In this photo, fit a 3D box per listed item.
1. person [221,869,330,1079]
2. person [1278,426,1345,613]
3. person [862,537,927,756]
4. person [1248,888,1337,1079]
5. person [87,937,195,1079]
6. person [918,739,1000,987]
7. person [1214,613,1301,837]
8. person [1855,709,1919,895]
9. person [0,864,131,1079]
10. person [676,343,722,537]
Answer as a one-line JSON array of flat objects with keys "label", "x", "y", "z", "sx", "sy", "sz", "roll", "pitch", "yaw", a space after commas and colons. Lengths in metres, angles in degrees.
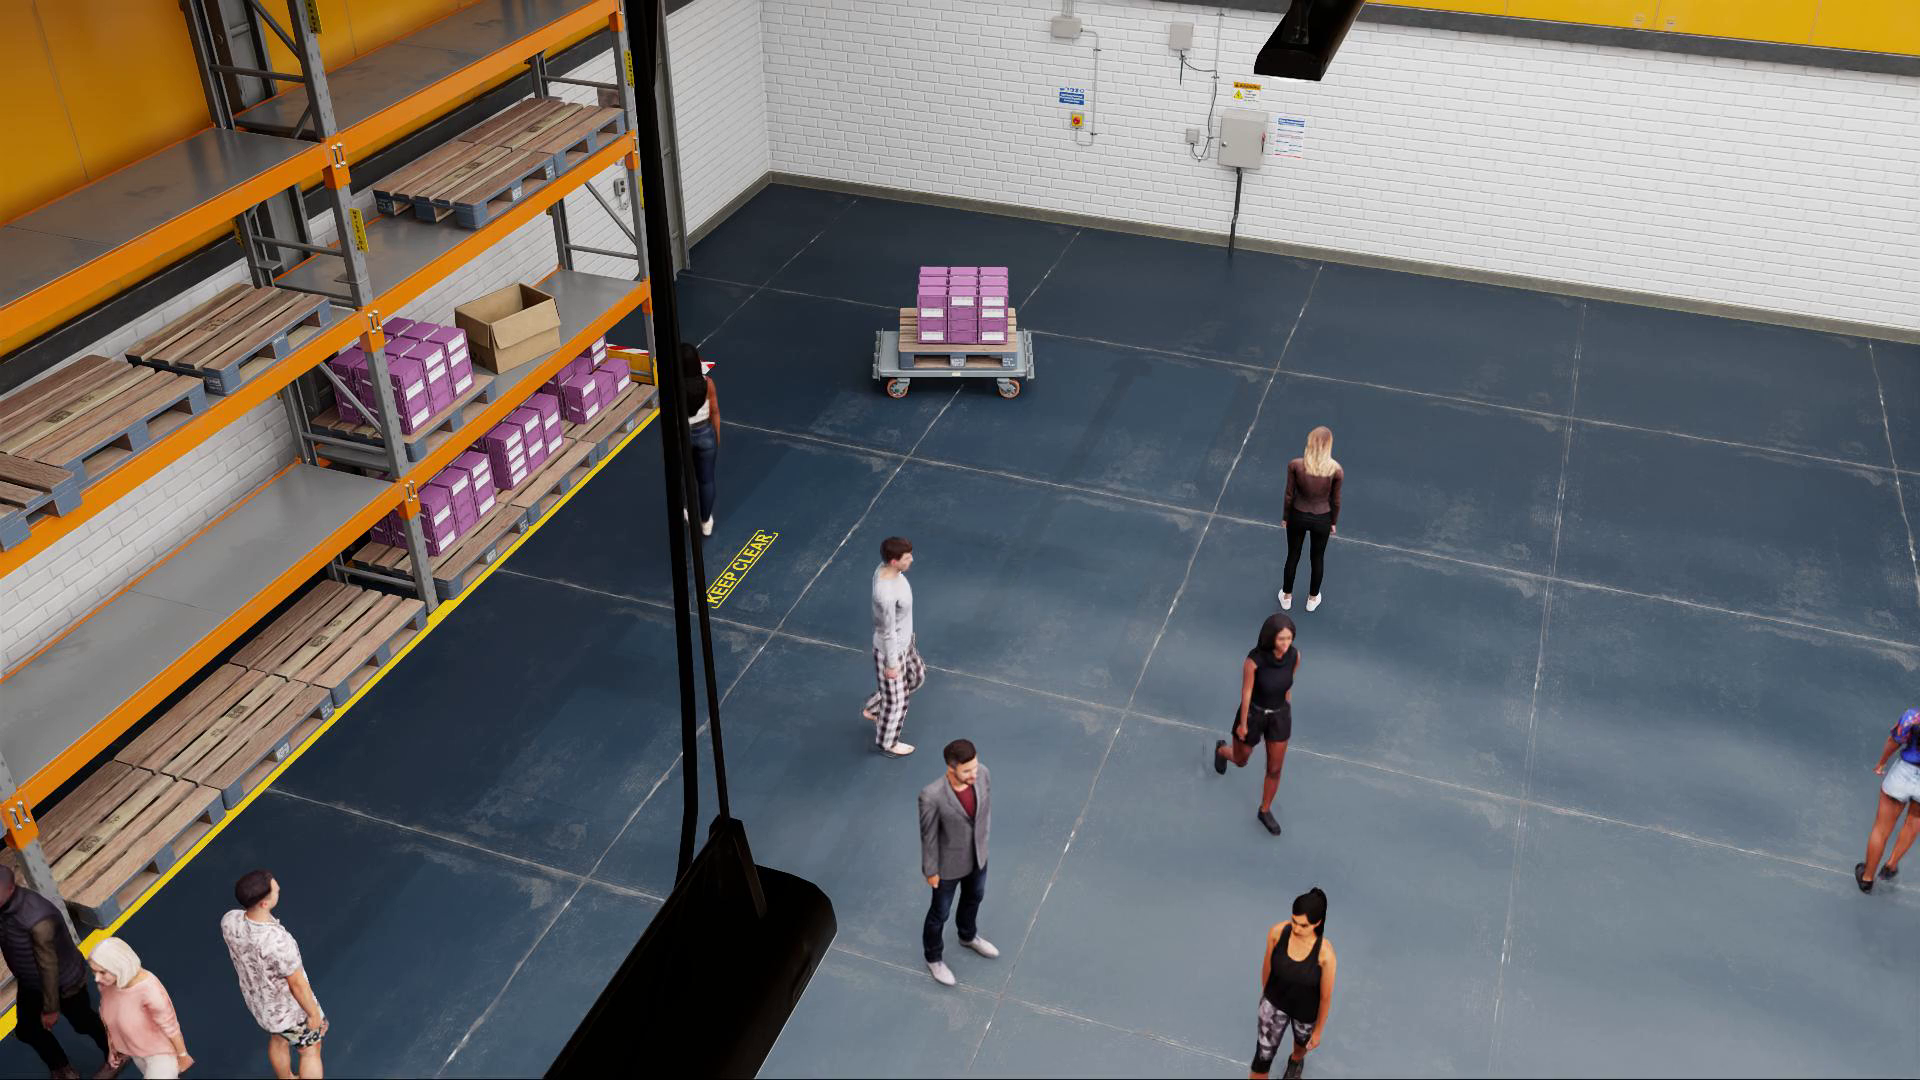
[{"label": "person", "x": -3.845, "y": 2.569, "z": 9.364, "sx": 0.709, "sy": 1.809, "sz": 0.626, "roll": 17, "pitch": 37, "yaw": 24}, {"label": "person", "x": 2.852, "y": -0.164, "z": 13.571, "sx": 0.628, "sy": 1.704, "sz": 0.543, "roll": 7, "pitch": 34, "yaw": 10}, {"label": "person", "x": -0.544, "y": 0.749, "z": 12.074, "sx": 0.803, "sy": 1.841, "sz": 0.745, "roll": 4, "pitch": 34, "yaw": 6}, {"label": "person", "x": 1.952, "y": 2.587, "z": 9.498, "sx": 0.678, "sy": 1.631, "sz": 1.043, "roll": 16, "pitch": 37, "yaw": 23}, {"label": "person", "x": -4.401, "y": 2.736, "z": 9.197, "sx": 0.634, "sy": 1.716, "sz": 0.618, "roll": 16, "pitch": 37, "yaw": 22}, {"label": "person", "x": -0.014, "y": 1.946, "z": 10.250, "sx": 0.703, "sy": 1.867, "sz": 0.825, "roll": -24, "pitch": 40, "yaw": -32}, {"label": "person", "x": 2.051, "y": 1.202, "z": 11.501, "sx": 0.976, "sy": 1.721, "sz": 1.083, "roll": -11, "pitch": 35, "yaw": -16}, {"label": "person", "x": 6.189, "y": 1.652, "z": 10.810, "sx": 0.635, "sy": 1.736, "sz": 0.644, "roll": 15, "pitch": 37, "yaw": 22}, {"label": "person", "x": -5.129, "y": 2.456, "z": 9.528, "sx": 0.737, "sy": 1.816, "sz": 0.780, "roll": 15, "pitch": 37, "yaw": 22}, {"label": "person", "x": -2.328, "y": -0.838, "z": 14.499, "sx": 0.743, "sy": 1.798, "sz": 0.788, "roll": 0, "pitch": 34, "yaw": 0}]
